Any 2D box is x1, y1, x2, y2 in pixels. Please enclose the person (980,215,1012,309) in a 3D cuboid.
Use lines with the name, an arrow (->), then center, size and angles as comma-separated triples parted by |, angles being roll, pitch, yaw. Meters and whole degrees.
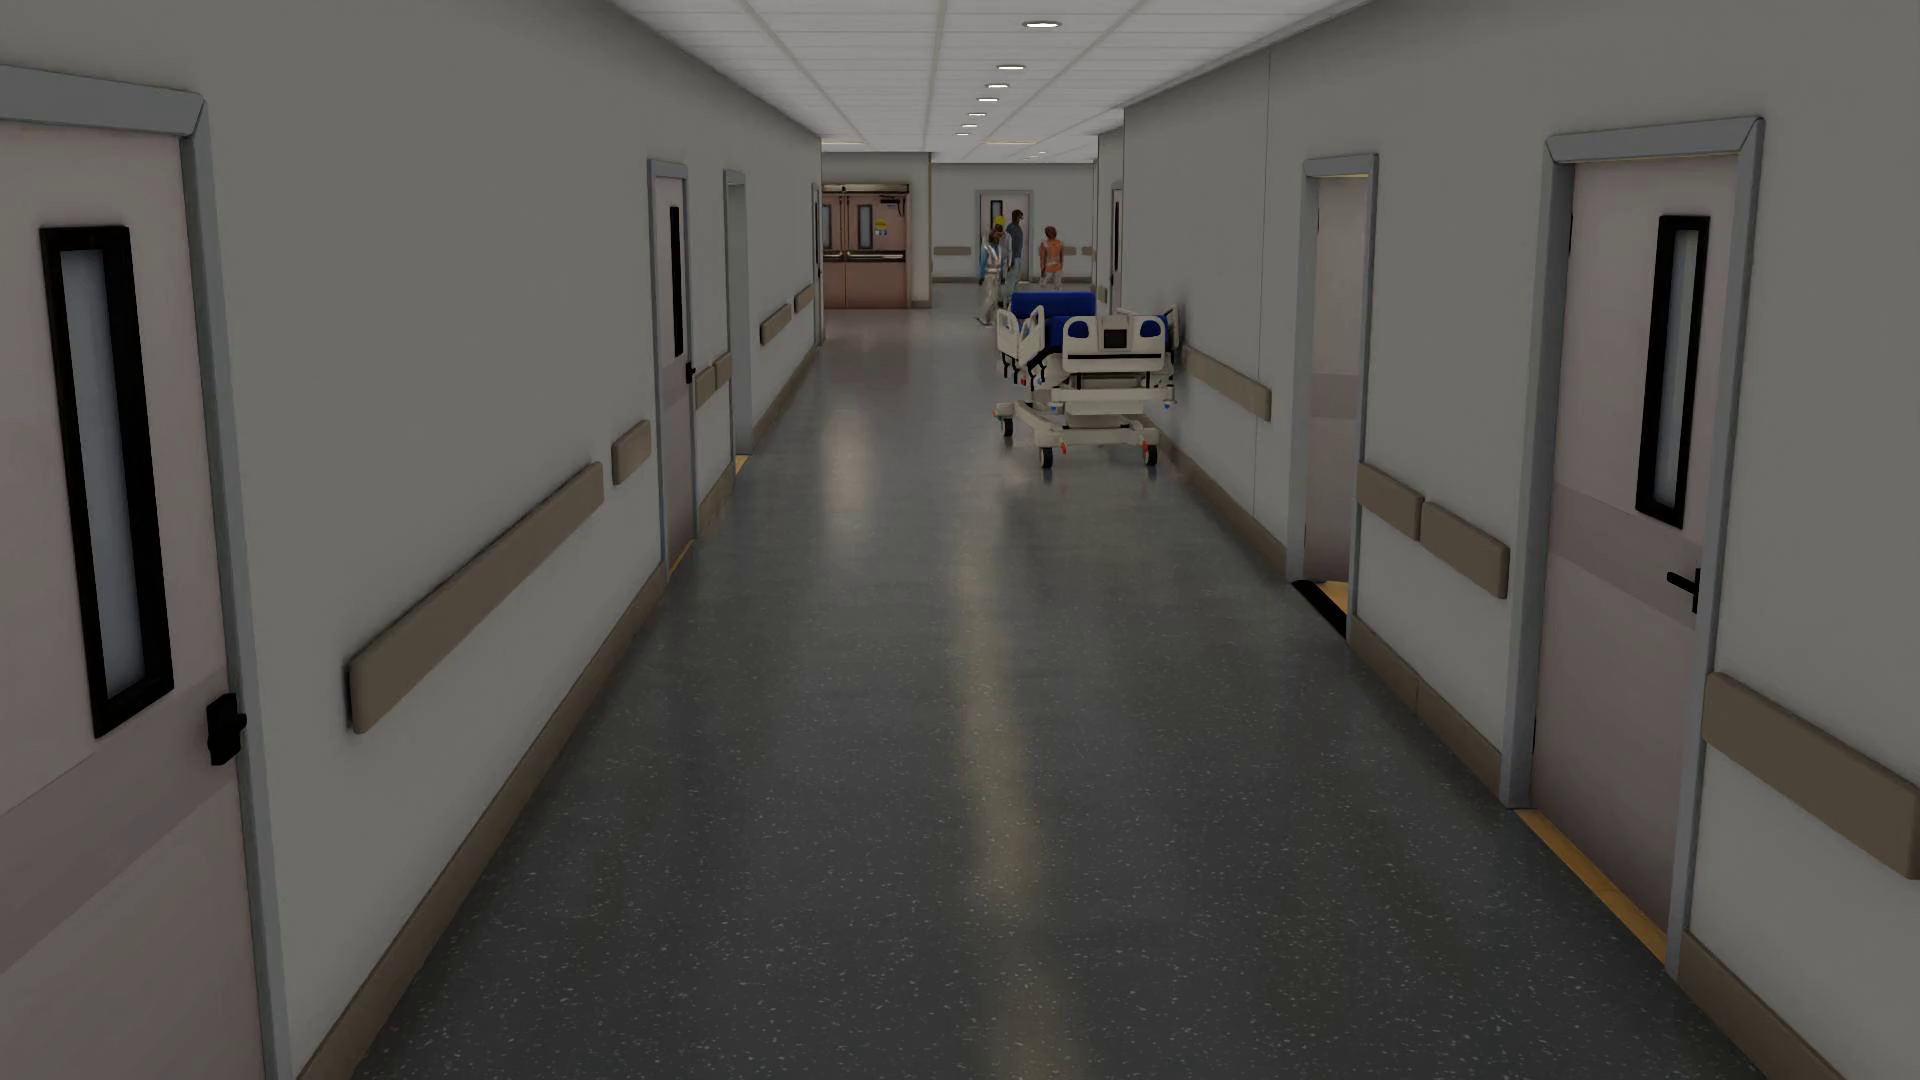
person -> 0.698, -5.356, 32.151 | 0.616, 1.808, 0.496 | 0, 12, 0

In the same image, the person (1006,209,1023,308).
person -> 1.081, -5.531, 32.738 | 0.386, 1.929, 0.634 | 4, 12, 17

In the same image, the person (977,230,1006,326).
person -> 0.536, -4.400, 27.970 | 0.371, 1.621, 0.521 | 8, 14, 34

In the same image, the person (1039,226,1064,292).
person -> 1.670, -4.989, 30.828 | 0.541, 1.616, 0.639 | -5, 13, -24
